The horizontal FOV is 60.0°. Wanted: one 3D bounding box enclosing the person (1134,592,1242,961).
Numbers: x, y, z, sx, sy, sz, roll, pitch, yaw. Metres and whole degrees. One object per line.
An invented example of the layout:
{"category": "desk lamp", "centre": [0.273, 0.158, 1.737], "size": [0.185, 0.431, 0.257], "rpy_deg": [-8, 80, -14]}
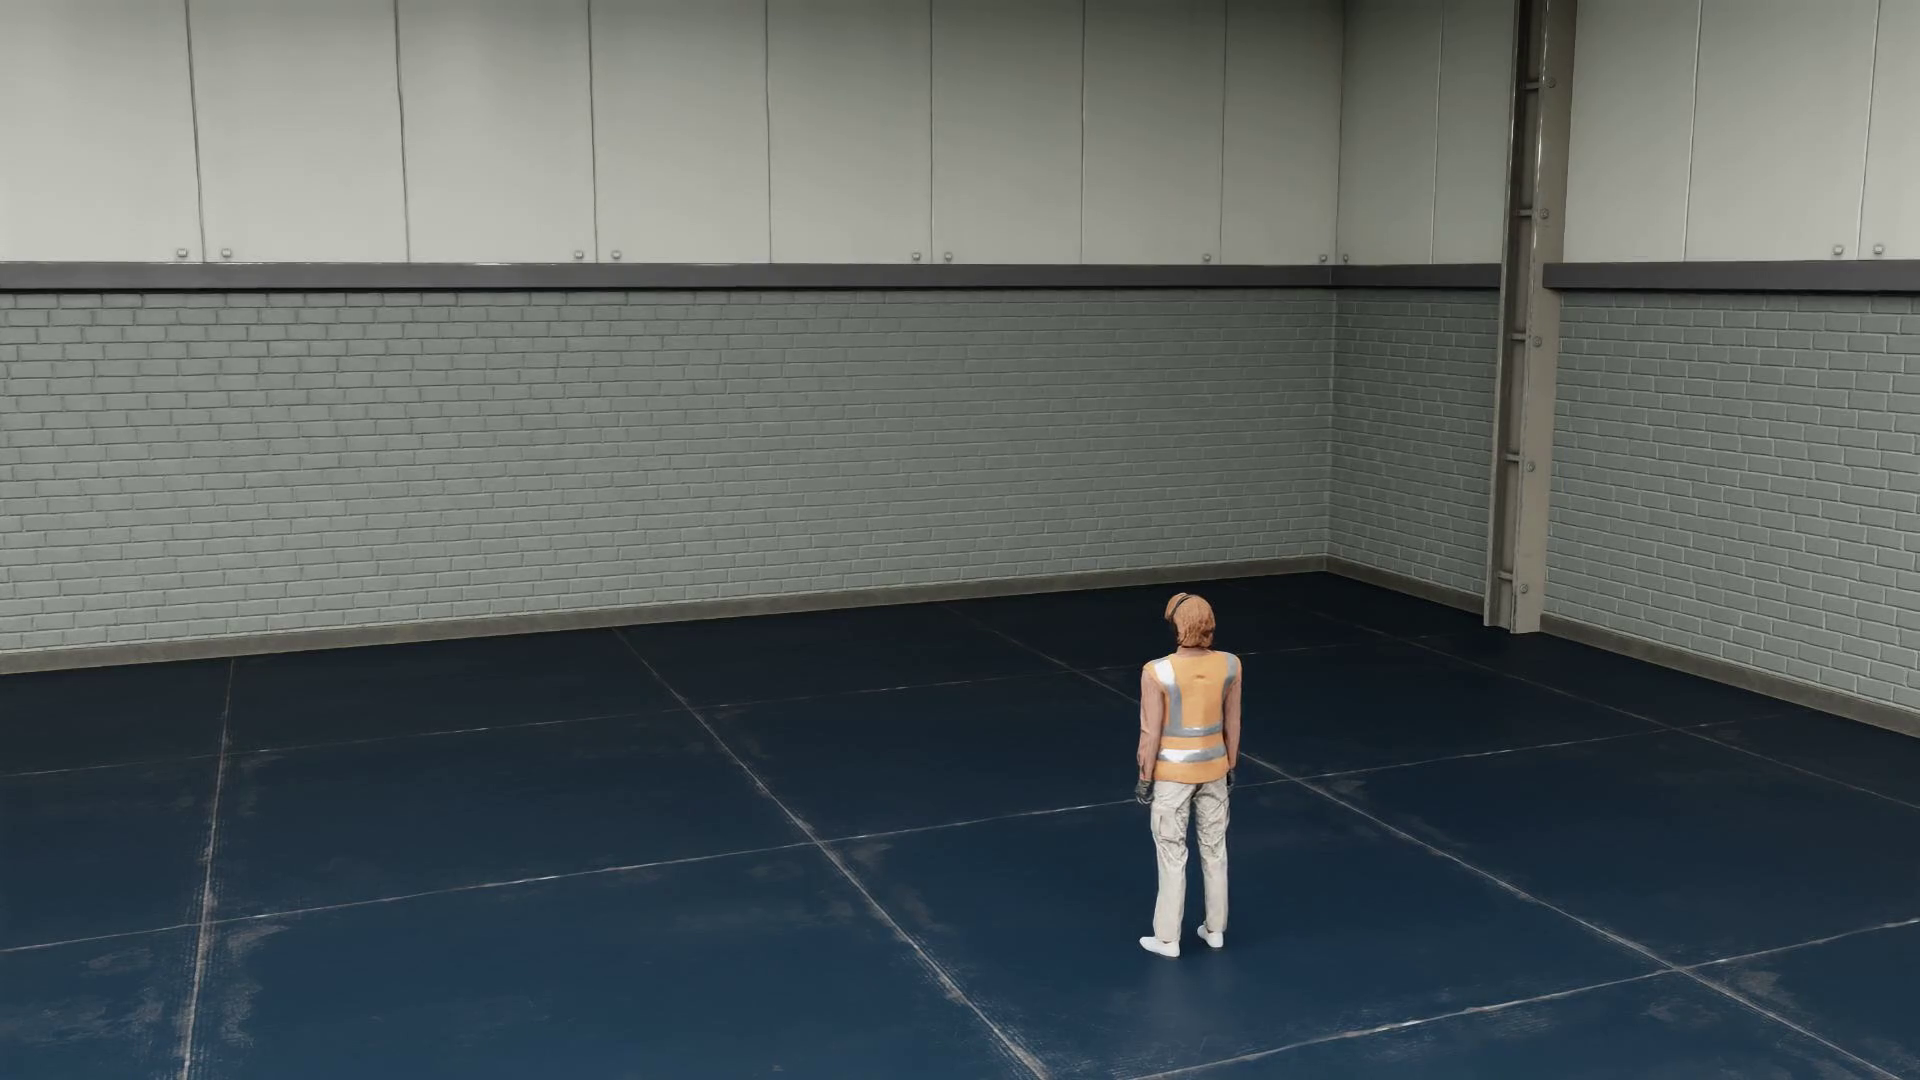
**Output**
{"category": "person", "centre": [1.016, 1.048, 7.391], "size": [0.522, 1.639, 0.306], "rpy_deg": [-4, 10, -23]}
